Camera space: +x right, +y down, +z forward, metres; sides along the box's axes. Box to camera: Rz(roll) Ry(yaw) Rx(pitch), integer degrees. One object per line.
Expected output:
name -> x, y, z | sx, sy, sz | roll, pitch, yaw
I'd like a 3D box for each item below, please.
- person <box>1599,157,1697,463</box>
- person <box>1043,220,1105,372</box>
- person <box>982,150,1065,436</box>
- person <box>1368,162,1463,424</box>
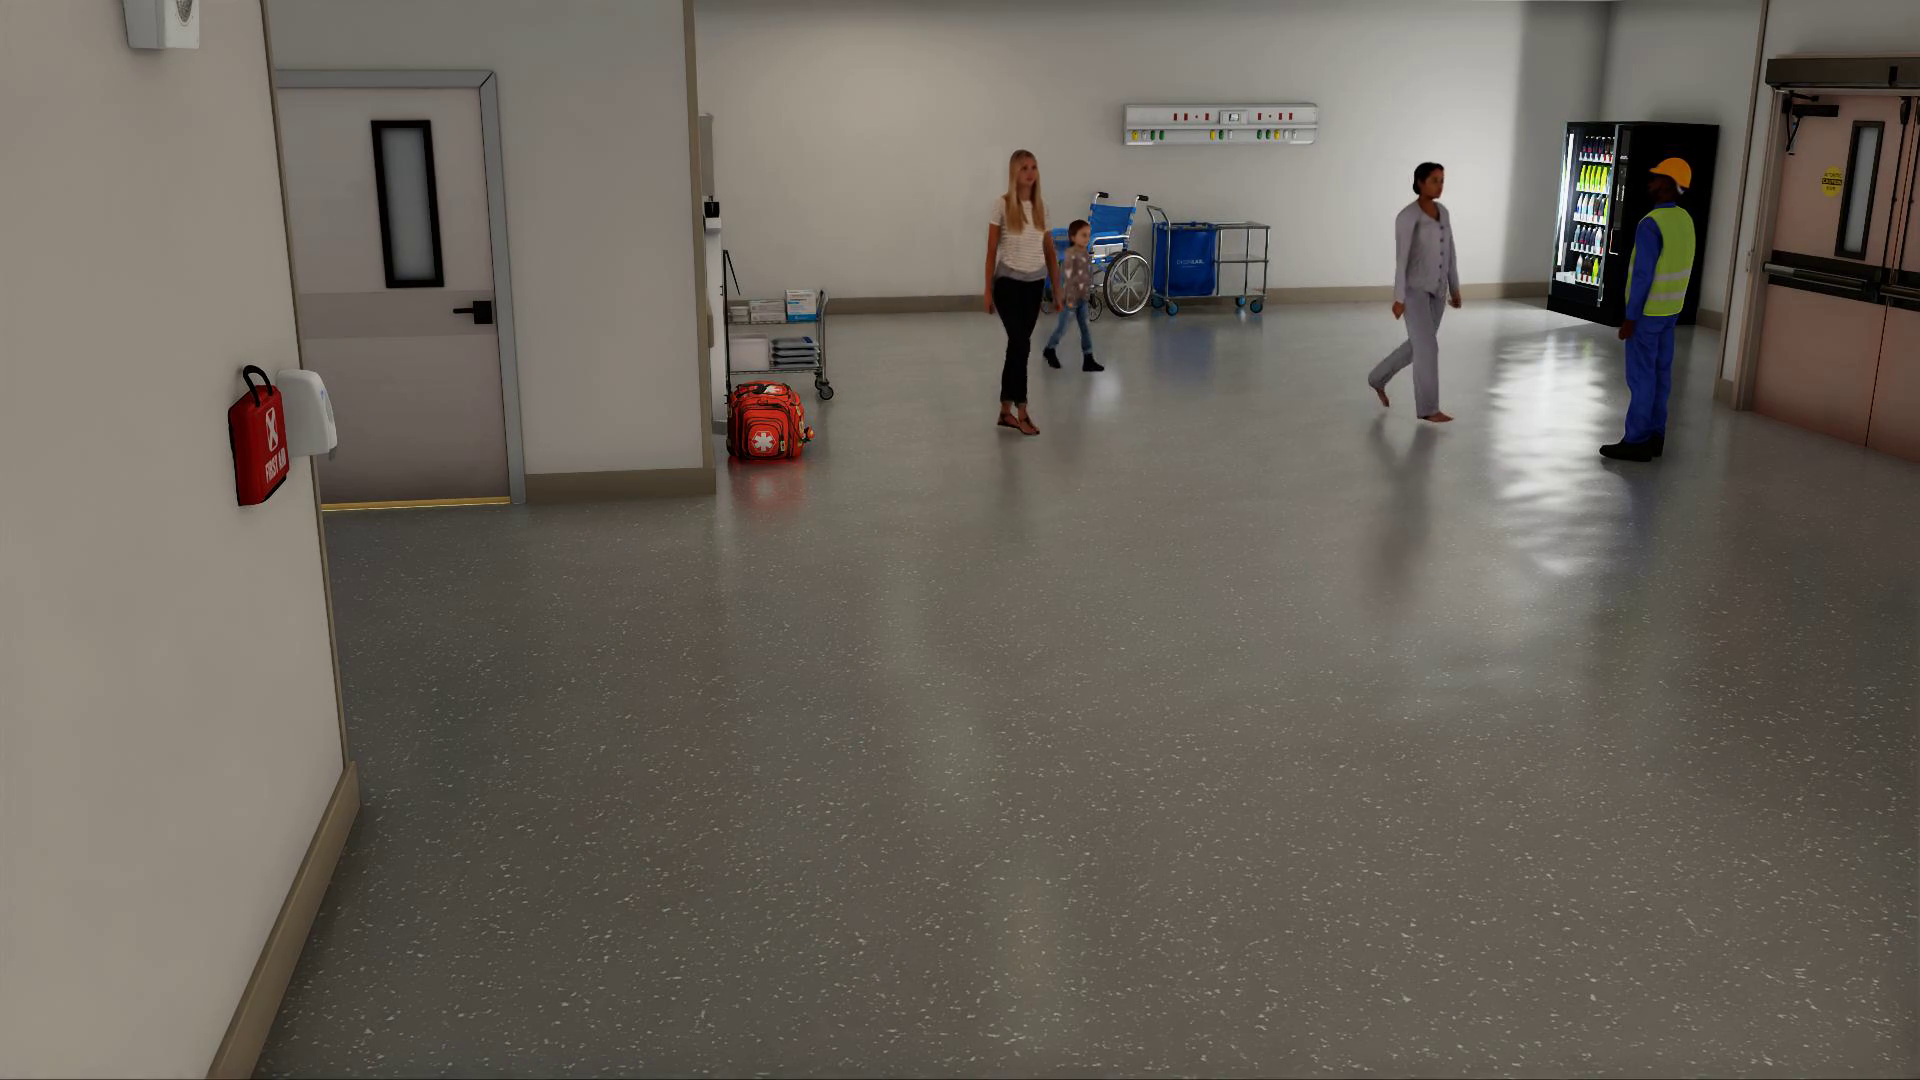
person -> 4.203, -1.396, 10.089 | 0.755, 1.812, 0.764 | -13, 21, -40
person -> 0.865, -1.916, 13.096 | 0.741, 1.181, 0.891 | -14, 21, -40
person -> 0.329, -1.610, 10.851 | 0.803, 1.809, 0.908 | -9, 18, -30
person -> 3.083, -1.689, 11.315 | 0.959, 1.710, 1.186 | -12, 20, -36
